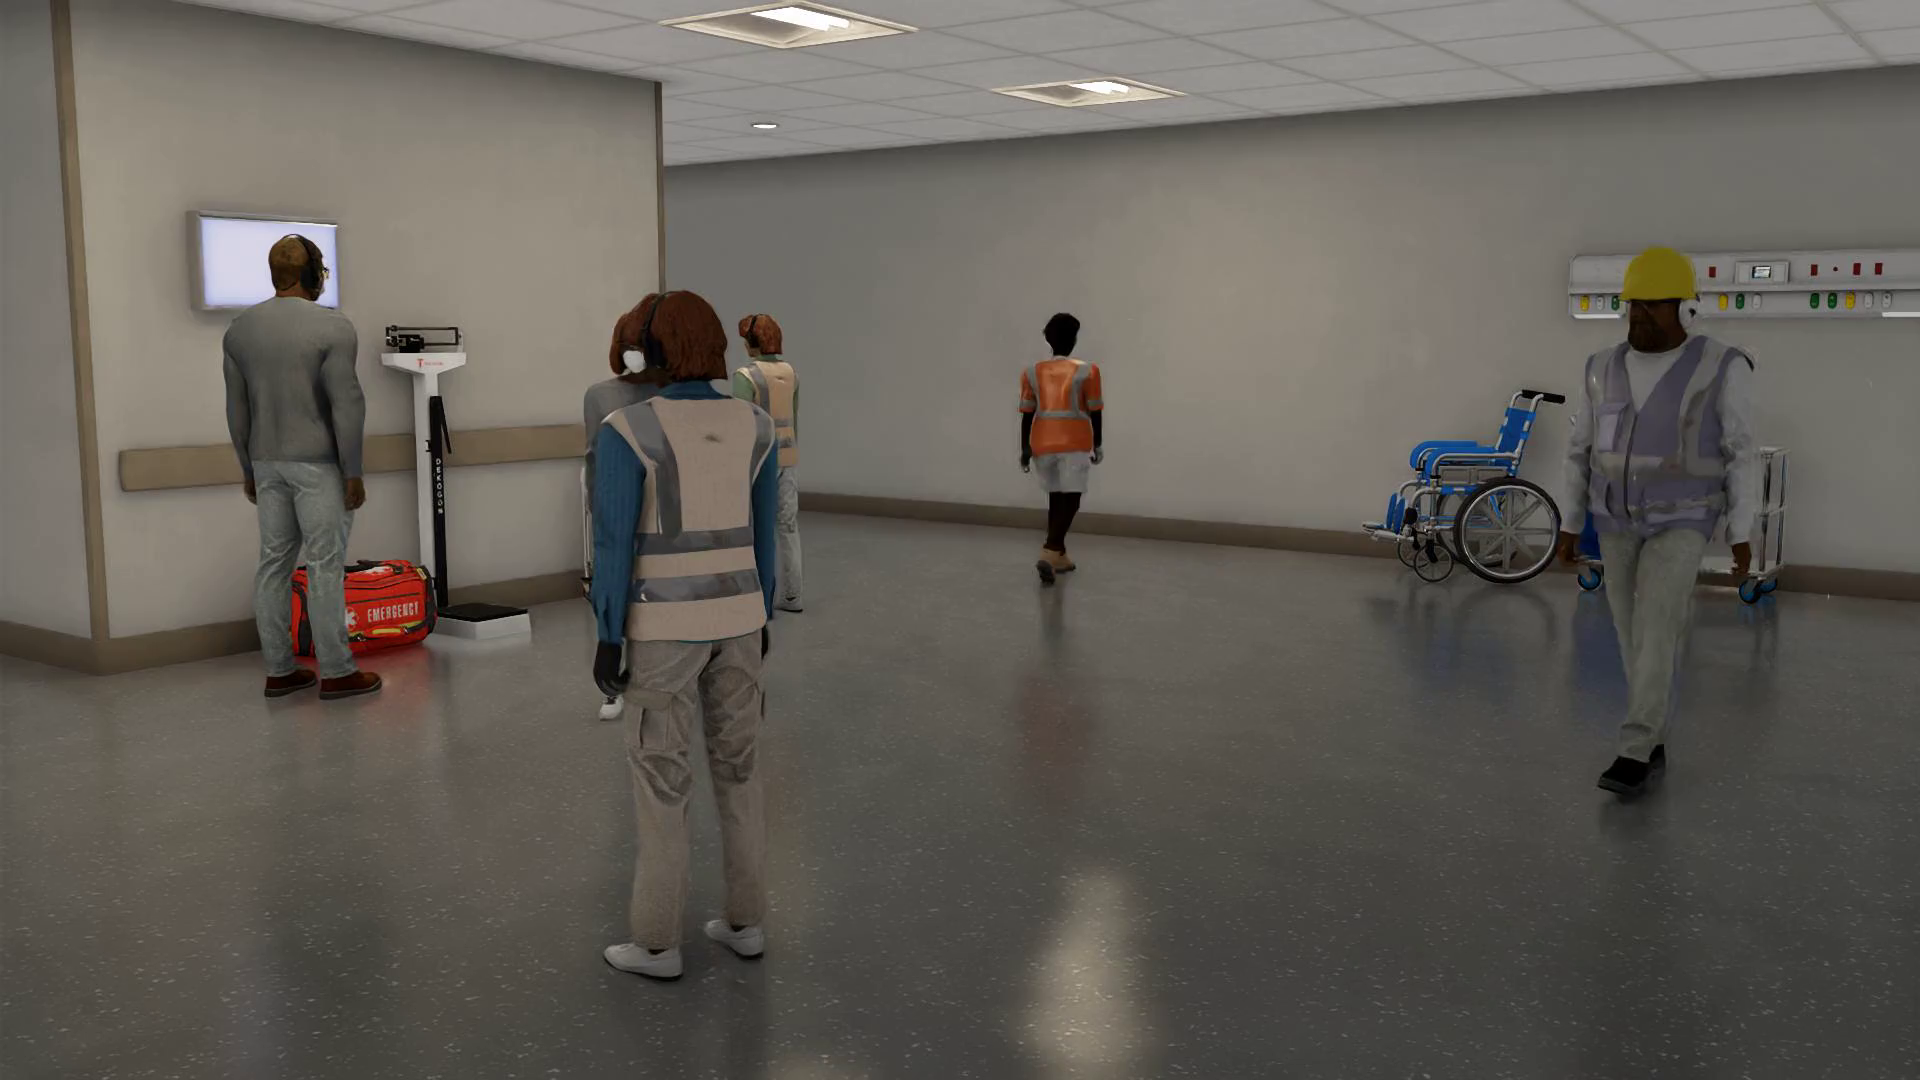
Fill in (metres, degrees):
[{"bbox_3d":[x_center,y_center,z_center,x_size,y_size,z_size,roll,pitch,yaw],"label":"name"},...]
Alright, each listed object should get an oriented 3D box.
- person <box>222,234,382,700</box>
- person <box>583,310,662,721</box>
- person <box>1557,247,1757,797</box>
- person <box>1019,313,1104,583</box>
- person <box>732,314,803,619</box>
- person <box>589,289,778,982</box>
[{"bbox_3d":[-2.758,-0.298,6.956,0.629,1.940,0.377,2,7,18],"label":"person"},{"bbox_3d":[-1.228,-0.082,6.516,0.503,1.619,0.451,0,7,-2],"label":"person"},{"bbox_3d":[2.247,-0.058,5.538,0.775,1.803,0.599,-6,9,-39],"label":"person"},{"bbox_3d":[0.601,-0.574,10.267,0.519,1.660,0.794,4,8,28],"label":"person"},{"bbox_3d":[-1.037,-0.392,8.944,0.313,1.632,0.518,4,8,31],"label":"person"},{"bbox_3d":[-0.641,0.226,3.971,0.316,1.631,0.519,7,10,44],"label":"person"}]
